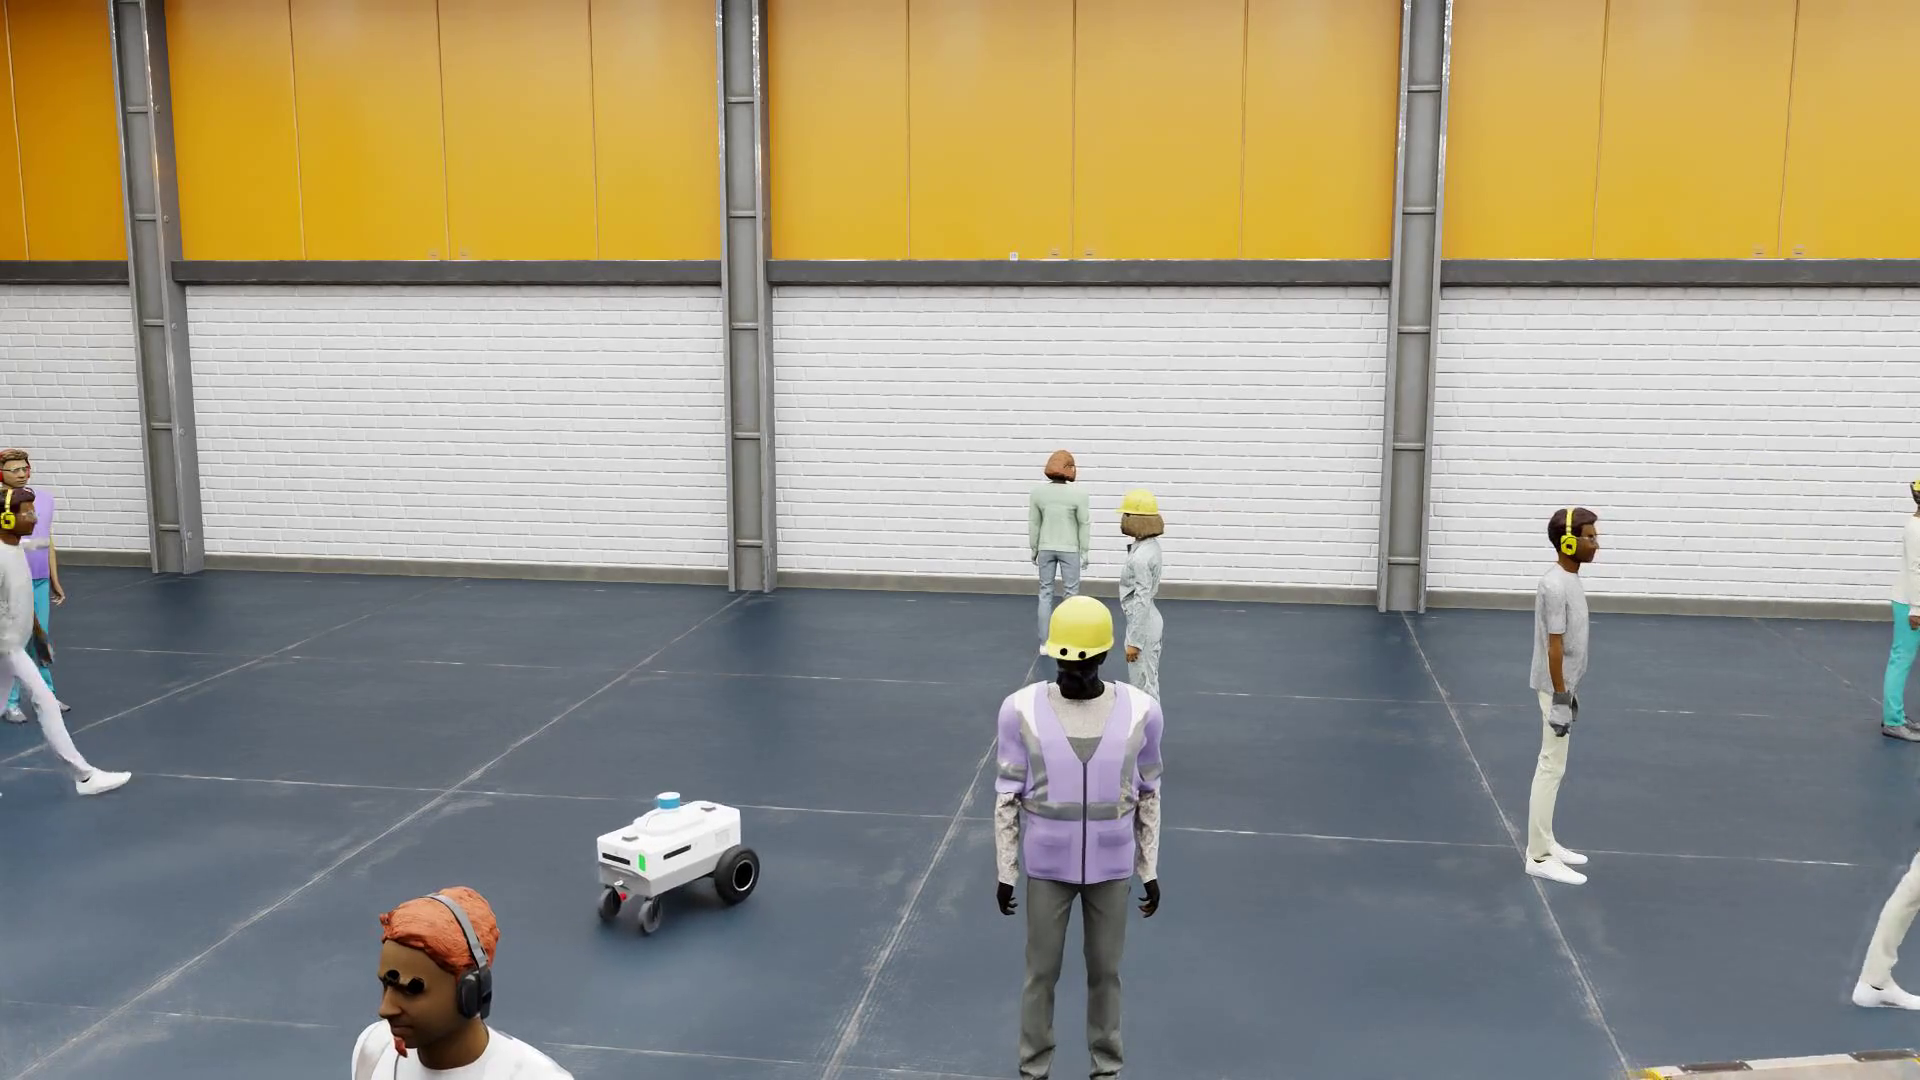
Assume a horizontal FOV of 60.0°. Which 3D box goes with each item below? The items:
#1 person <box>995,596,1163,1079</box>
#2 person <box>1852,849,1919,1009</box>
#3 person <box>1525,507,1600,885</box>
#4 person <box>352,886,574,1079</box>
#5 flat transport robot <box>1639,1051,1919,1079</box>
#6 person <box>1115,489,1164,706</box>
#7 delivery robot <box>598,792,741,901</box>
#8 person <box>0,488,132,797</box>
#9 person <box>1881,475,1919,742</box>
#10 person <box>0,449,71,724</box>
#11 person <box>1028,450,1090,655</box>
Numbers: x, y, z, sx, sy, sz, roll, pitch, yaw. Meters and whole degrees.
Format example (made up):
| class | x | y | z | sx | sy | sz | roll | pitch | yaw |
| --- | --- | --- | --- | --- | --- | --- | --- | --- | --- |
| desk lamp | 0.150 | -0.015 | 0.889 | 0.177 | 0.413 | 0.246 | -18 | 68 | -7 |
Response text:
| class | x | y | z | sx | sy | sz | roll | pitch | yaw |
| --- | --- | --- | --- | --- | --- | --- | --- | --- | --- |
| person | 0.420 | 1.135 | 5.855 | 0.593 | 1.922 | 0.373 | 0 | 9 | -2 |
| person | 4.148 | 1.053 | 6.691 | 0.979 | 1.821 | 0.516 | 1 | 9 | 4 |
| person | 3.024 | 0.761 | 8.319 | 0.328 | 1.875 | 0.513 | 4 | 10 | 22 |
| person | -0.968 | 1.583 | 3.225 | 0.573 | 1.883 | 0.356 | 5 | 10 | 26 |
| flat transport robot | 2.919 | 1.996 | 5.629 | 1.431 | 0.197 | 0.652 | -1 | 9 | -8 |
| person | 1.064 | 0.559 | 9.964 | 0.297 | 1.744 | 0.487 | 2 | 9 | 10 |
| delivery robot | -1.374 | 1.442 | 7.886 | 0.477 | 0.478 | 0.707 | 6 | 11 | 35 |
| person | -5.378 | 0.603 | 9.502 | 1.007 | 1.806 | 0.531 | -3 | 10 | -18 |
| person | 6.224 | 0.413 | 10.804 | 0.329 | 1.765 | 0.526 | 6 | 11 | 31 |
| person | -6.368 | 0.297 | 11.264 | 0.389 | 1.847 | 0.566 | 4 | 10 | 25 |
| person | 0.783 | 0.104 | 13.104 | 0.501 | 1.632 | 0.288 | 4 | 10 | 22 |
